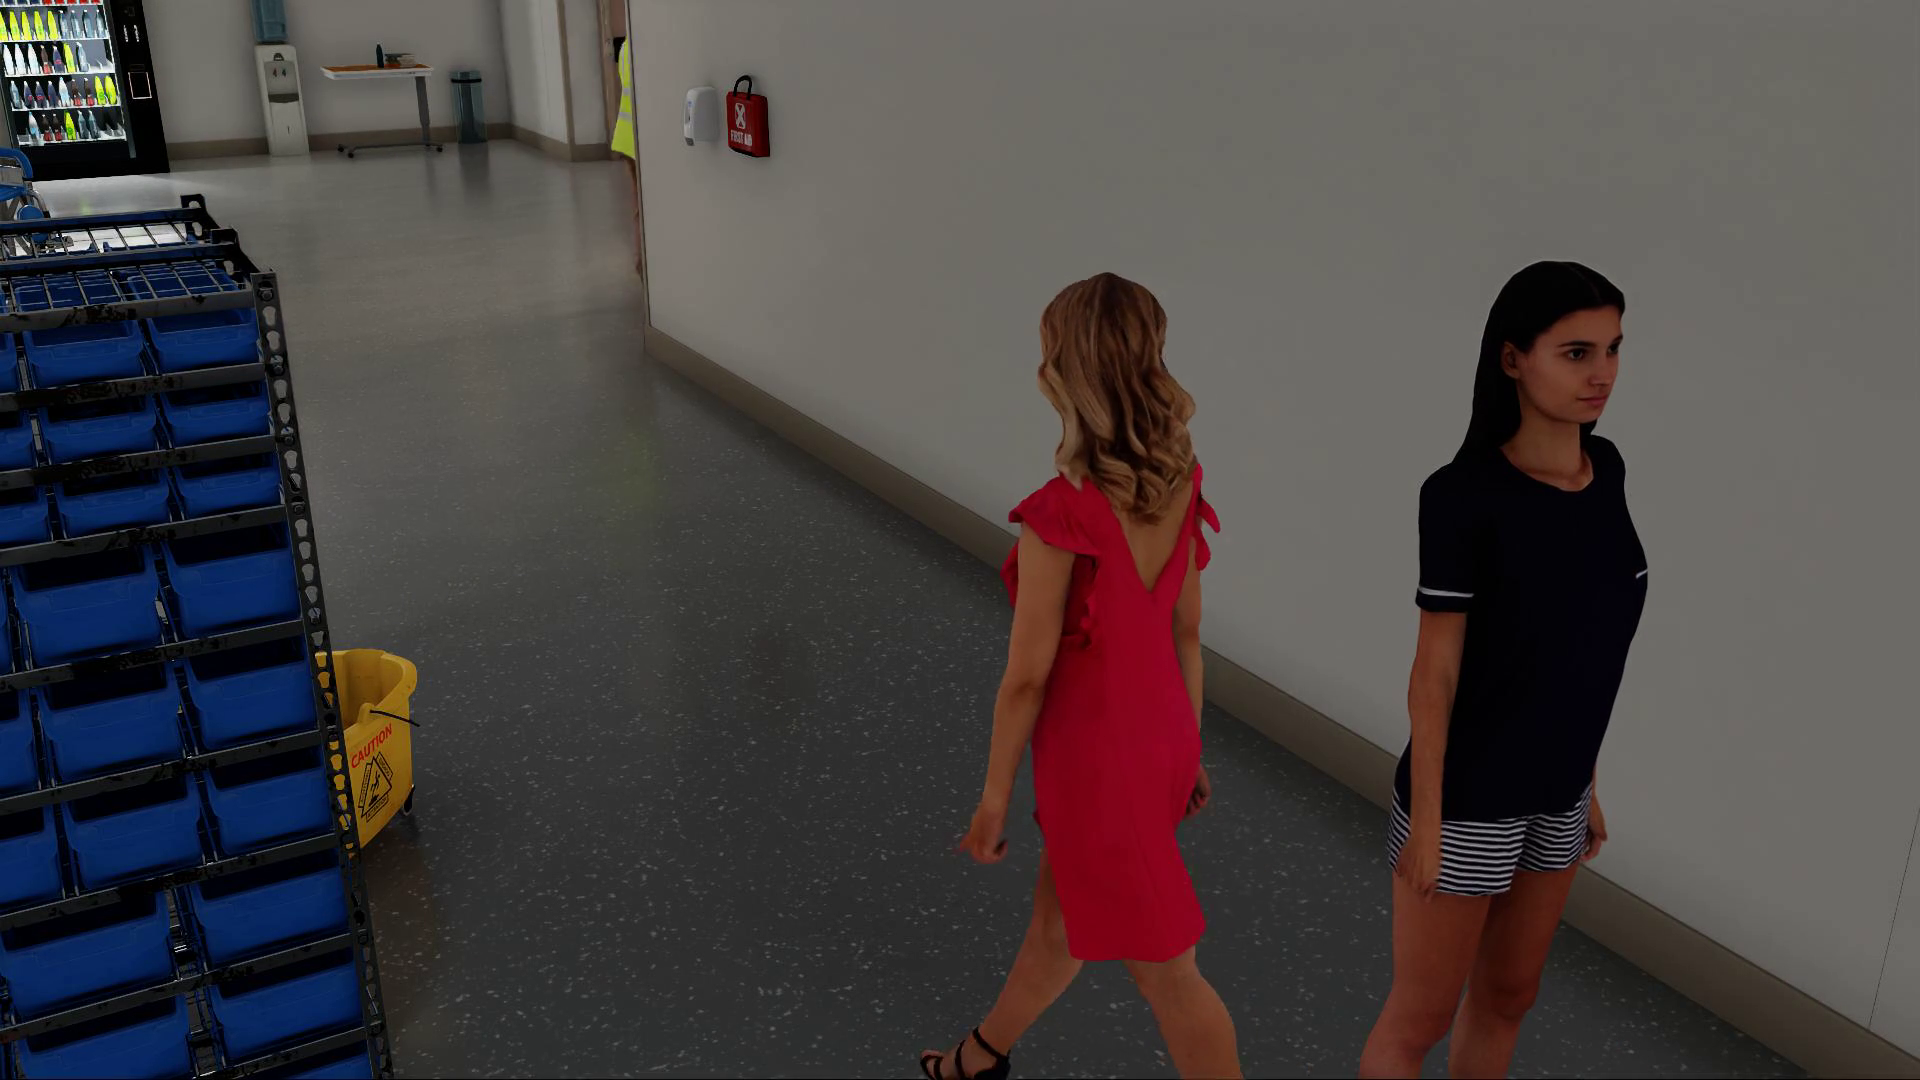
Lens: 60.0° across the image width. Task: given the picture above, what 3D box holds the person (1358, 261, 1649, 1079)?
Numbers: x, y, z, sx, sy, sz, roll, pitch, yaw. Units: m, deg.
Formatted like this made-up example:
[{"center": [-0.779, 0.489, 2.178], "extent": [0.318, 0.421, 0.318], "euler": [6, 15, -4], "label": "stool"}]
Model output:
[{"center": [0.873, 0.420, 2.724], "extent": [0.448, 1.766, 0.630], "euler": [-11, 23, -27], "label": "person"}]

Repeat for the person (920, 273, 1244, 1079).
[{"center": [0.332, 0.442, 2.790], "extent": [0.914, 1.679, 1.036], "euler": [15, 25, 34], "label": "person"}]
